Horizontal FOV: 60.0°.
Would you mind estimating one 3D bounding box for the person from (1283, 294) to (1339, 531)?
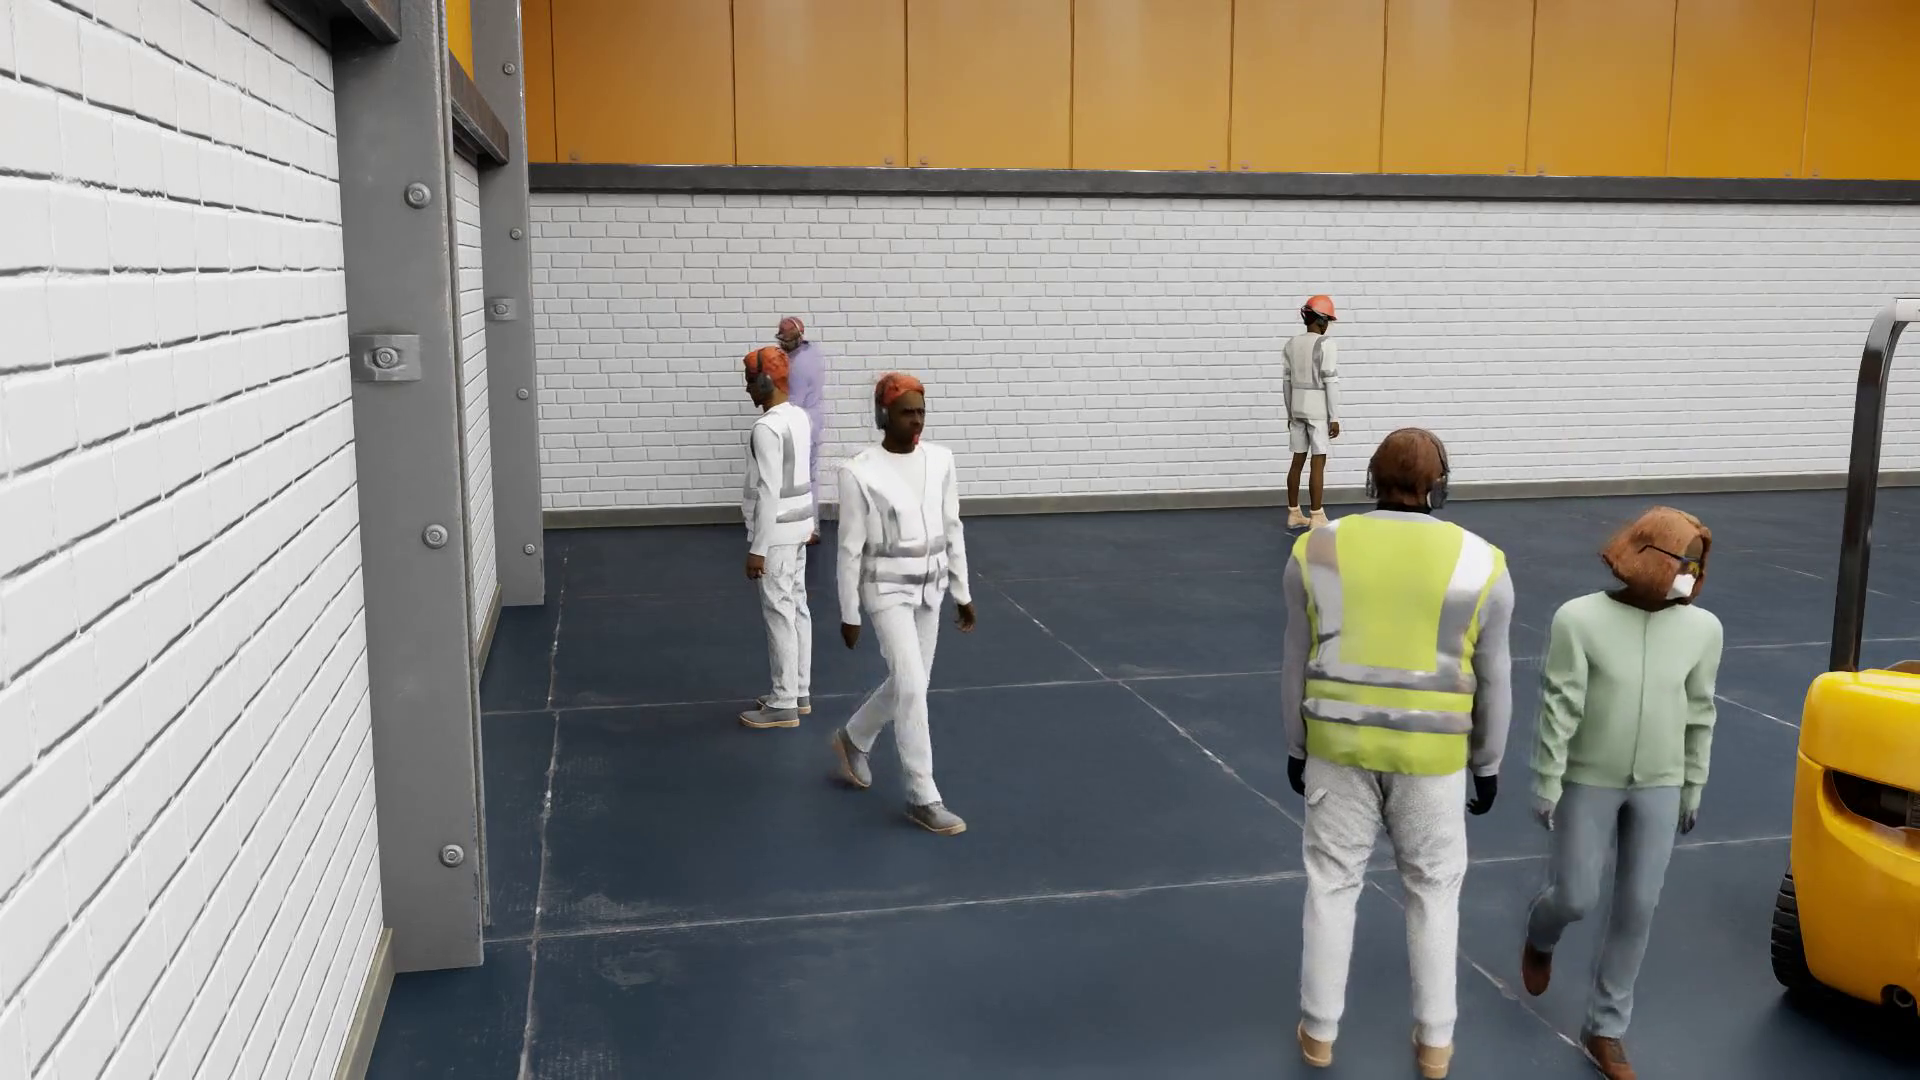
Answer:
[{"bbox_3d":[3.047,-1.087,14.318,0.389,2.036,0.605,-6,11,-32],"label":"person"}]

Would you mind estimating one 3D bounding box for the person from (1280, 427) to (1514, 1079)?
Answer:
[{"bbox_3d":[1.216,0.598,4.700,0.628,1.832,0.435,3,10,18],"label":"person"}]

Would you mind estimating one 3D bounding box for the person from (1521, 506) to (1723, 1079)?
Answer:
[{"bbox_3d":[1.874,0.688,4.754,0.517,1.612,0.532,0,9,1],"label":"person"}]

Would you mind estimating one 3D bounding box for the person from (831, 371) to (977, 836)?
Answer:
[{"bbox_3d":[-0.282,0.224,6.885,0.577,1.858,0.886,-9,13,-42],"label":"person"}]

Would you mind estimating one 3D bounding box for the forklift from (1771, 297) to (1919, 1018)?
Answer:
[{"bbox_3d":[3.542,0.334,5.177,2.313,2.155,1.214,-9,13,-43],"label":"forklift"}]

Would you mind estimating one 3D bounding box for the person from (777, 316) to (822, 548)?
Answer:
[{"bbox_3d":[-1.332,-0.893,13.651,0.395,1.875,0.731,1,9,5],"label":"person"}]

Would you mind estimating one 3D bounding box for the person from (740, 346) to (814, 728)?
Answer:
[{"bbox_3d":[-0.910,-0.014,8.232,0.356,1.887,0.572,2,10,12],"label":"person"}]
